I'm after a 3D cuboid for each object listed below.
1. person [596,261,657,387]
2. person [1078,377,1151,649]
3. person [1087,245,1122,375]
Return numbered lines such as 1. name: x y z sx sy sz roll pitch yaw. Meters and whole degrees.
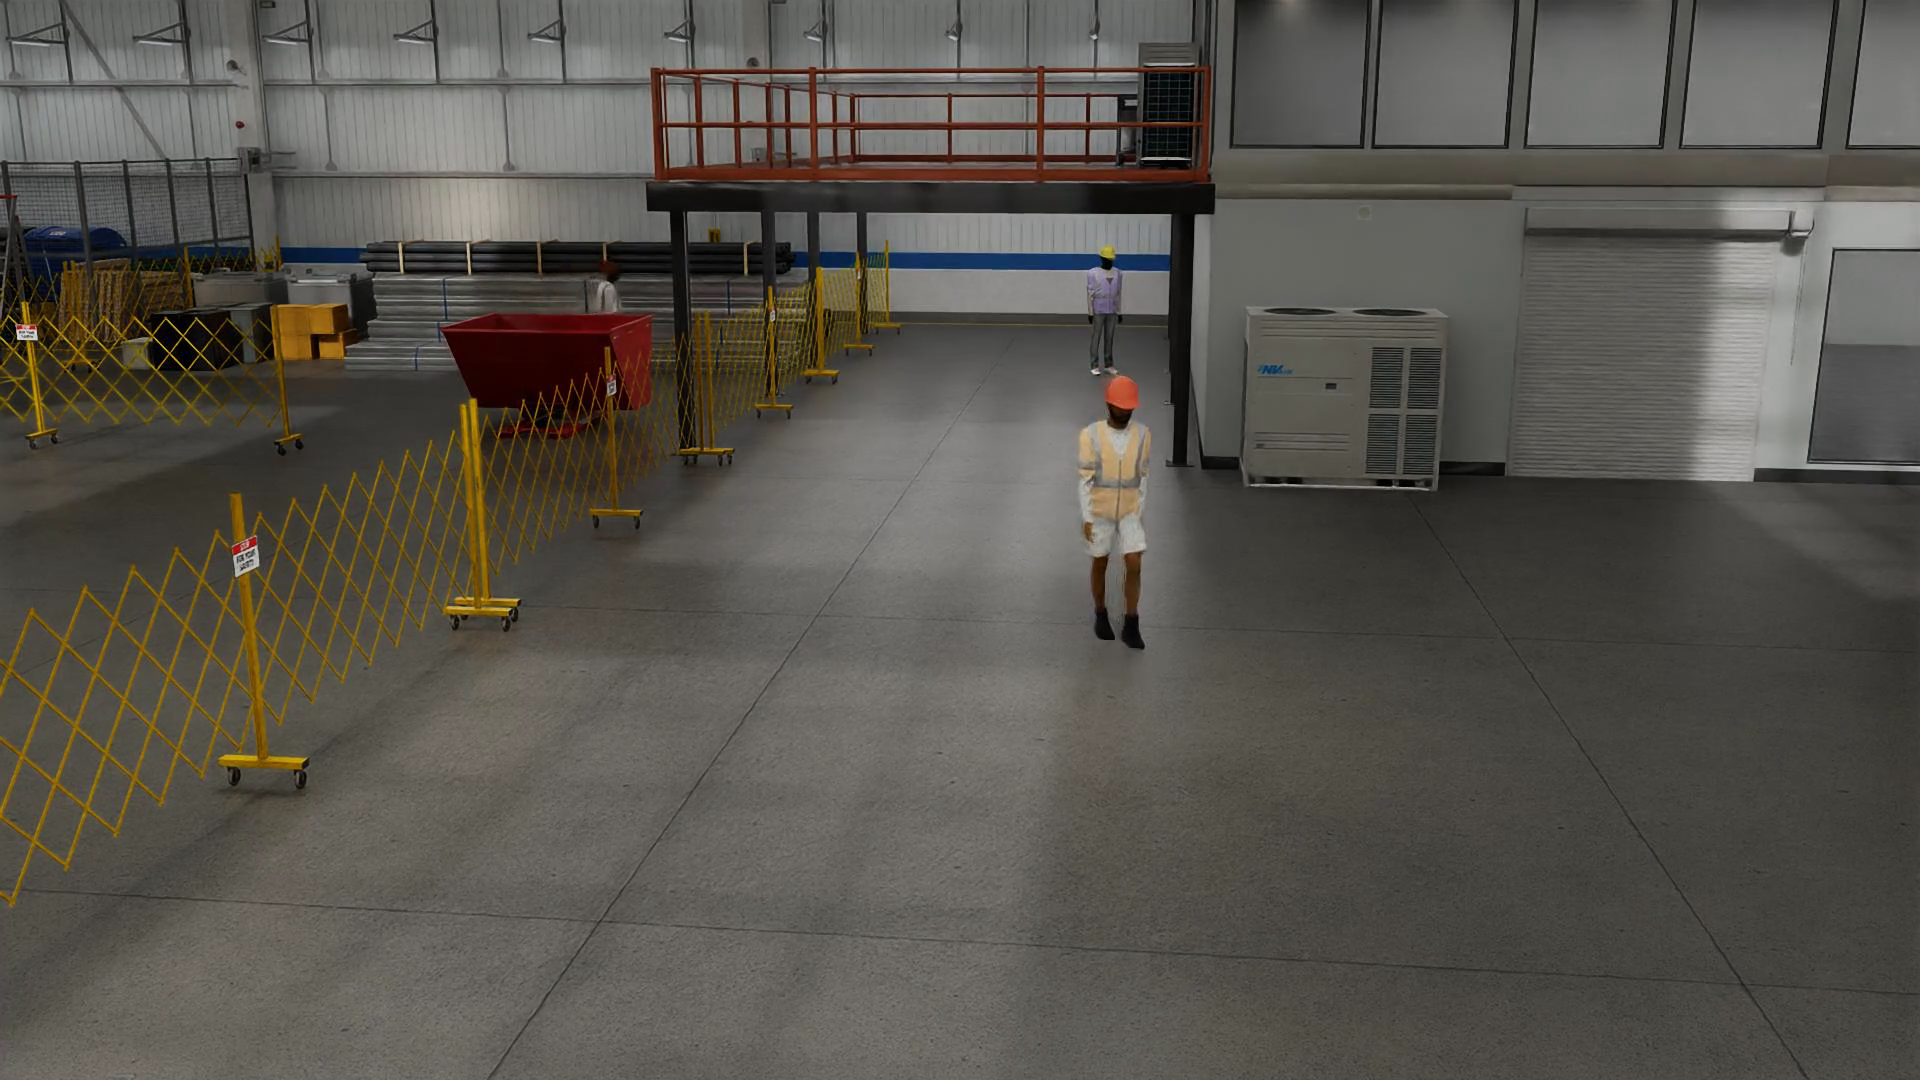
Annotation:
1. person: -4.730 -2.911 22.892 1.012 1.822 0.578 -7 15 -27
2. person: 1.090 -0.181 11.556 0.544 1.902 0.760 -2 14 -9
3. person: 2.163 -3.423 24.767 0.587 1.928 0.362 -7 15 -25
